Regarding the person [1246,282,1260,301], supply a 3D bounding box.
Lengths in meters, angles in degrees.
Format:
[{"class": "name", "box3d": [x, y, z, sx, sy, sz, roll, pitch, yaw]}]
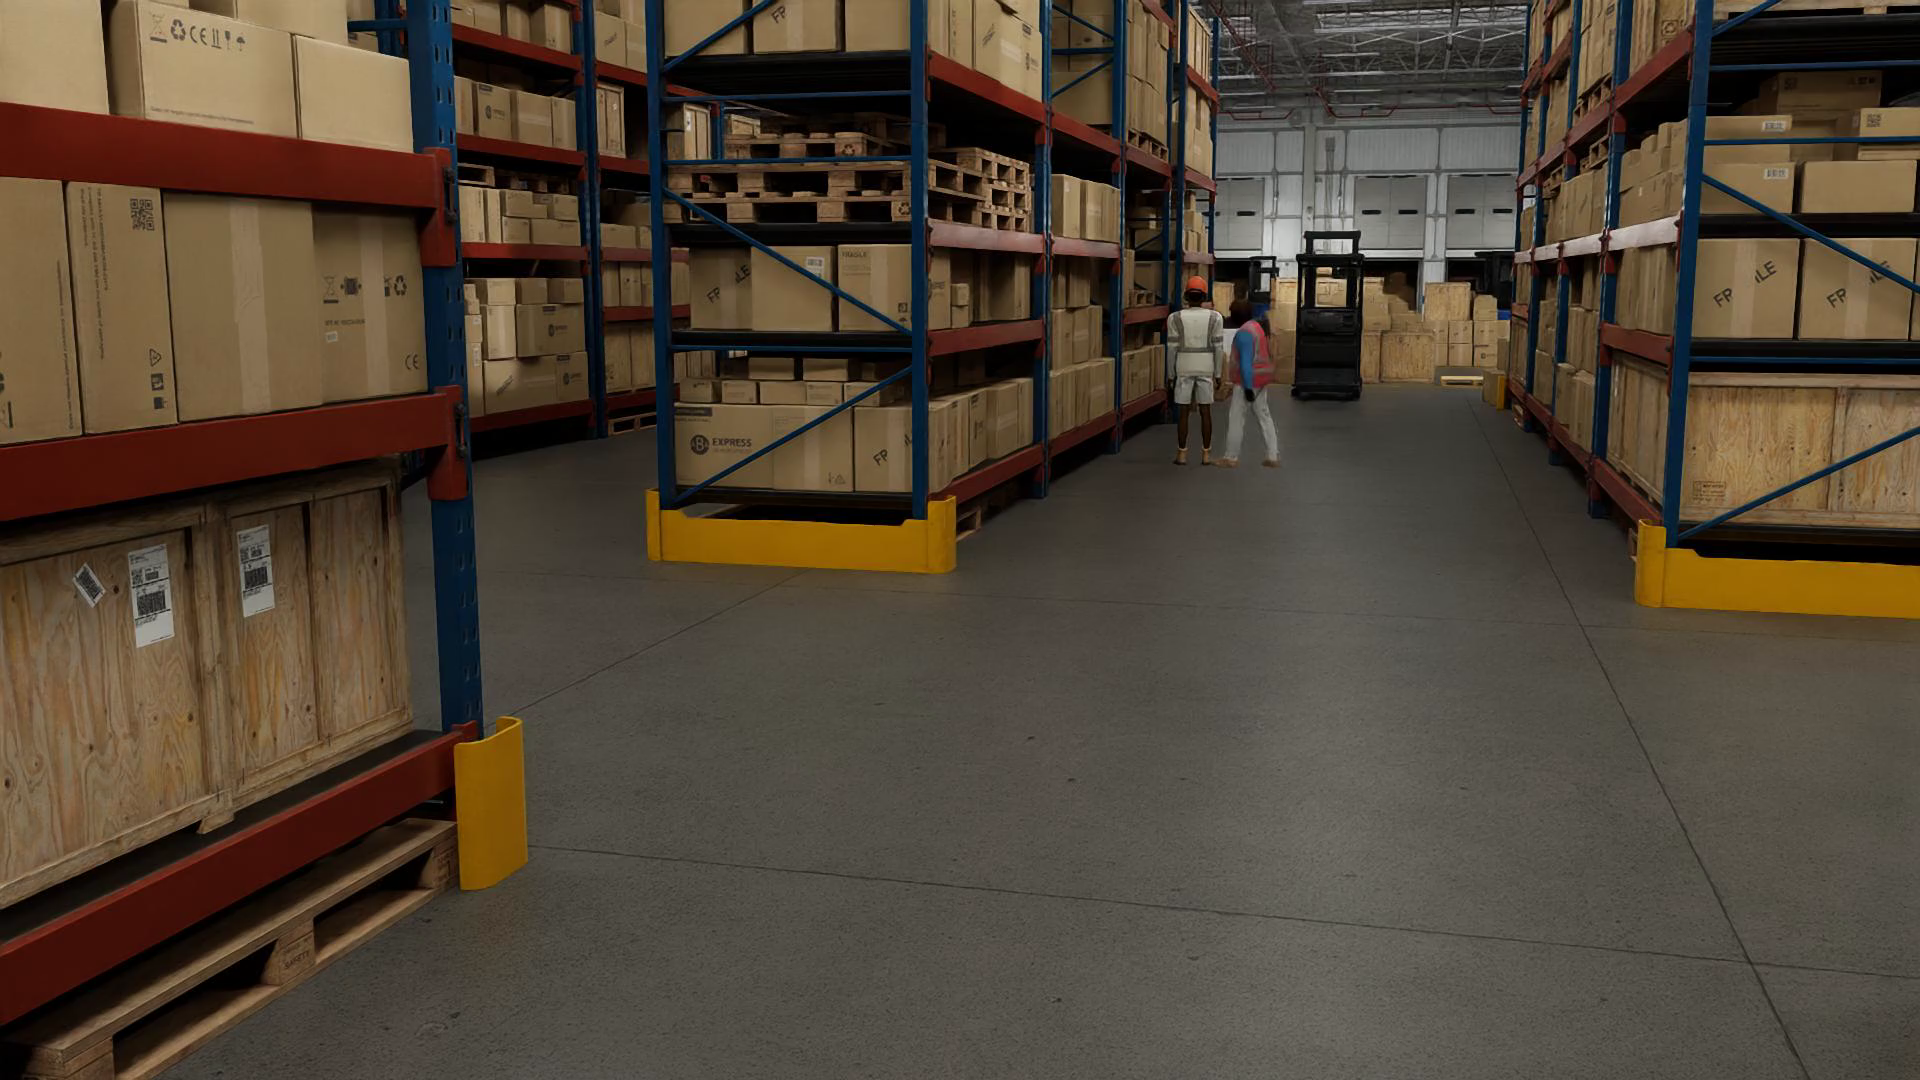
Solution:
[{"class": "person", "box3d": [10.934, -8.662, 61.962, 0.573, 1.883, 0.359, 4, 10, 22]}]

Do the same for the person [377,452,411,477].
[{"class": "person", "box3d": [-3.800, -0.502, 10.927, 0.364, 1.627, 0.514, 1, 9, 4]}]

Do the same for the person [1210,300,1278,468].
[{"class": "person", "box3d": [3.093, -1.654, 17.752, 0.680, 1.806, 0.654, 4, 10, 26]}]

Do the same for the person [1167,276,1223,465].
[{"class": "person", "box3d": [2.532, -1.819, 17.979, 0.607, 2.044, 0.377, 1, 9, 4]}]

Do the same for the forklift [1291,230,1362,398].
[{"class": "forklift", "box3d": [6.329, -3.879, 28.417, 1.129, 2.768, 1.873, 2, 9, 15]}]

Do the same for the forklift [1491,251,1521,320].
[{"class": "forklift", "box3d": [16.039, -7.084, 48.777, 1.129, 2.768, 1.873, -2, 9, -12]}]

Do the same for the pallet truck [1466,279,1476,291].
[{"class": "pallet truck", "box3d": [18.896, -8.459, 60.307, 1.885, 1.965, 0.823, 5, 10, 31]}]

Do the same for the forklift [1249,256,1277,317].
[{"class": "forklift", "box3d": [10.975, -8.911, 60.386, 1.129, 2.768, 1.873, 2, 9, 15]}]
